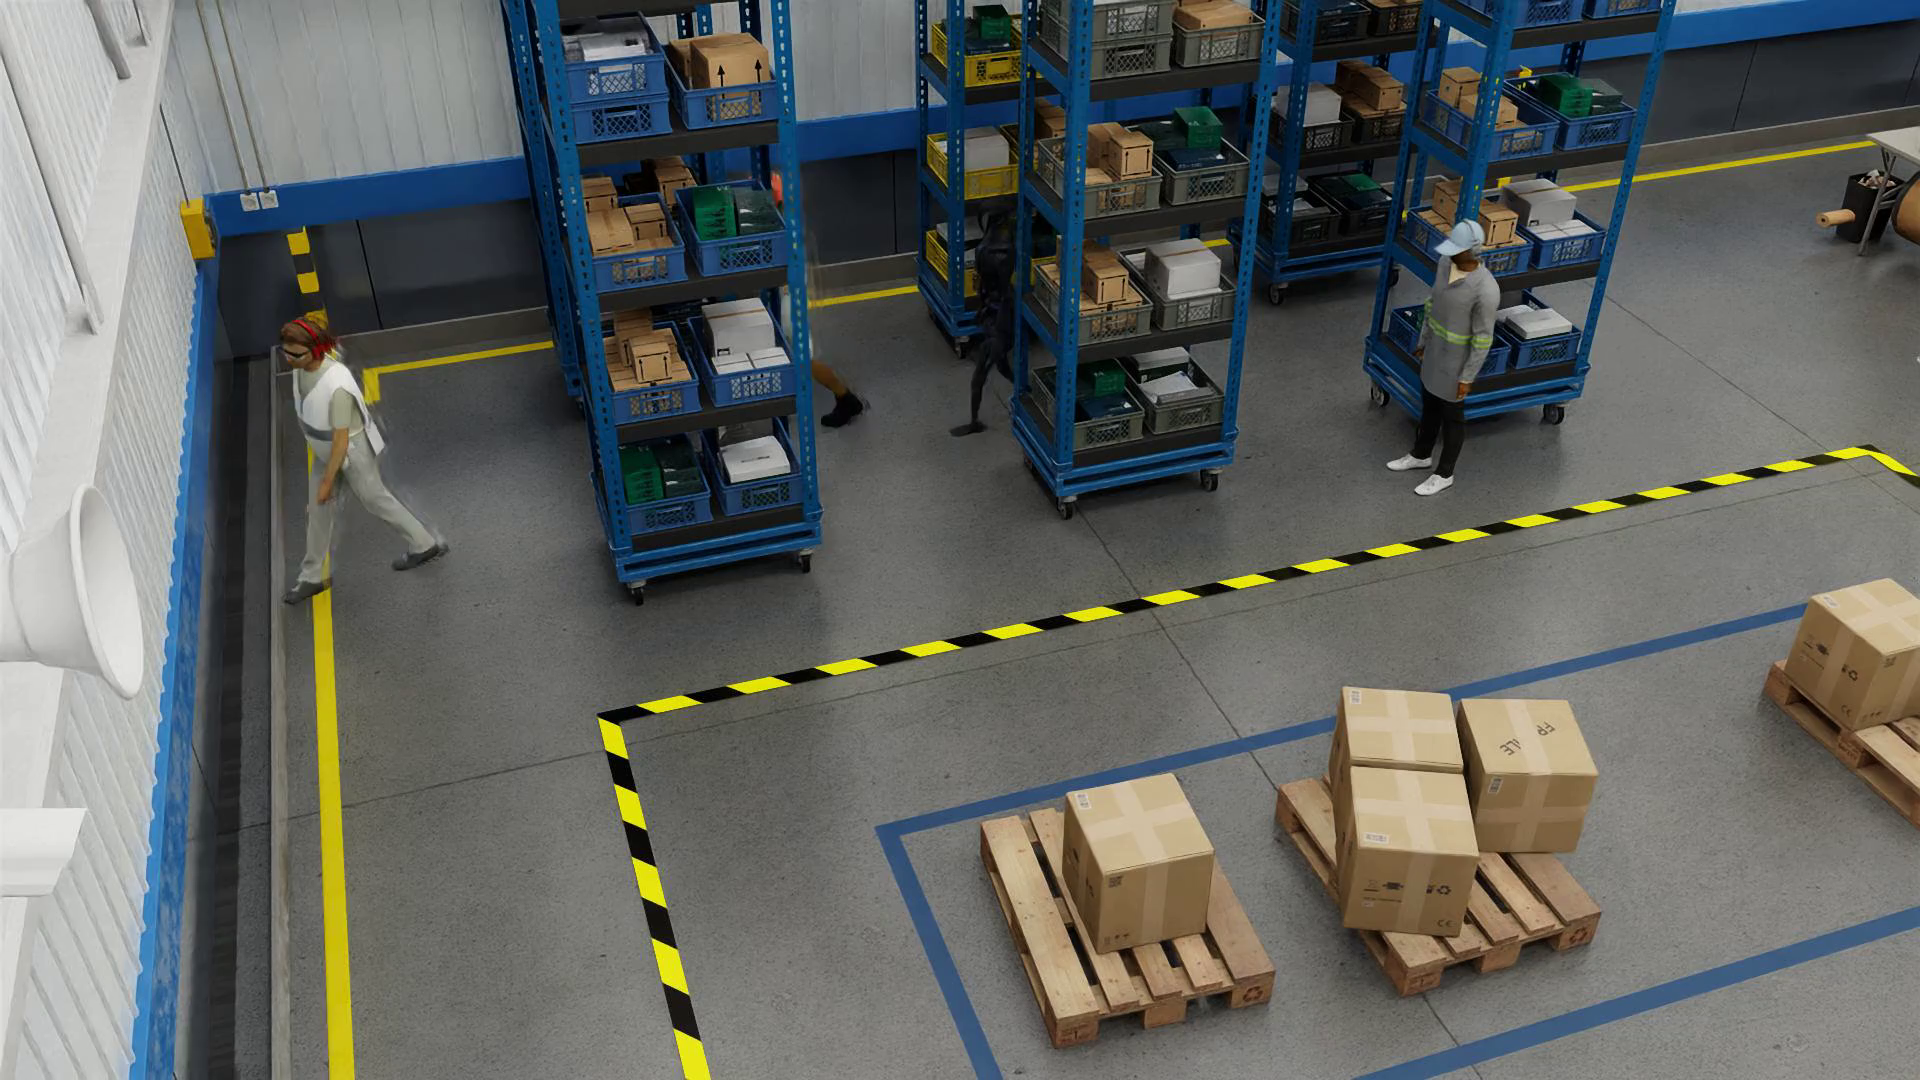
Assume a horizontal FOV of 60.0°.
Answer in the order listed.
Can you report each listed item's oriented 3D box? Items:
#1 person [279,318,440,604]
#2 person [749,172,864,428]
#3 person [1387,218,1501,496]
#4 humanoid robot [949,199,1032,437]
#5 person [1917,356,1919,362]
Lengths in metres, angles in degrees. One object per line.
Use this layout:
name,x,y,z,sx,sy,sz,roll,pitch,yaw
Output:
person,-3.500,-0.468,9.401,0.562,1.791,0.933,27,43,32
person,-1.118,-1.525,10.817,0.978,1.893,0.542,-13,37,-18
person,3.000,-1.133,10.292,0.397,1.848,0.587,-11,37,-15
humanoid robot,0.274,-1.472,10.957,0.728,1.636,0.609,-7,36,-10
person,7.238,-1.794,11.250,0.523,1.825,0.955,-23,41,-29
